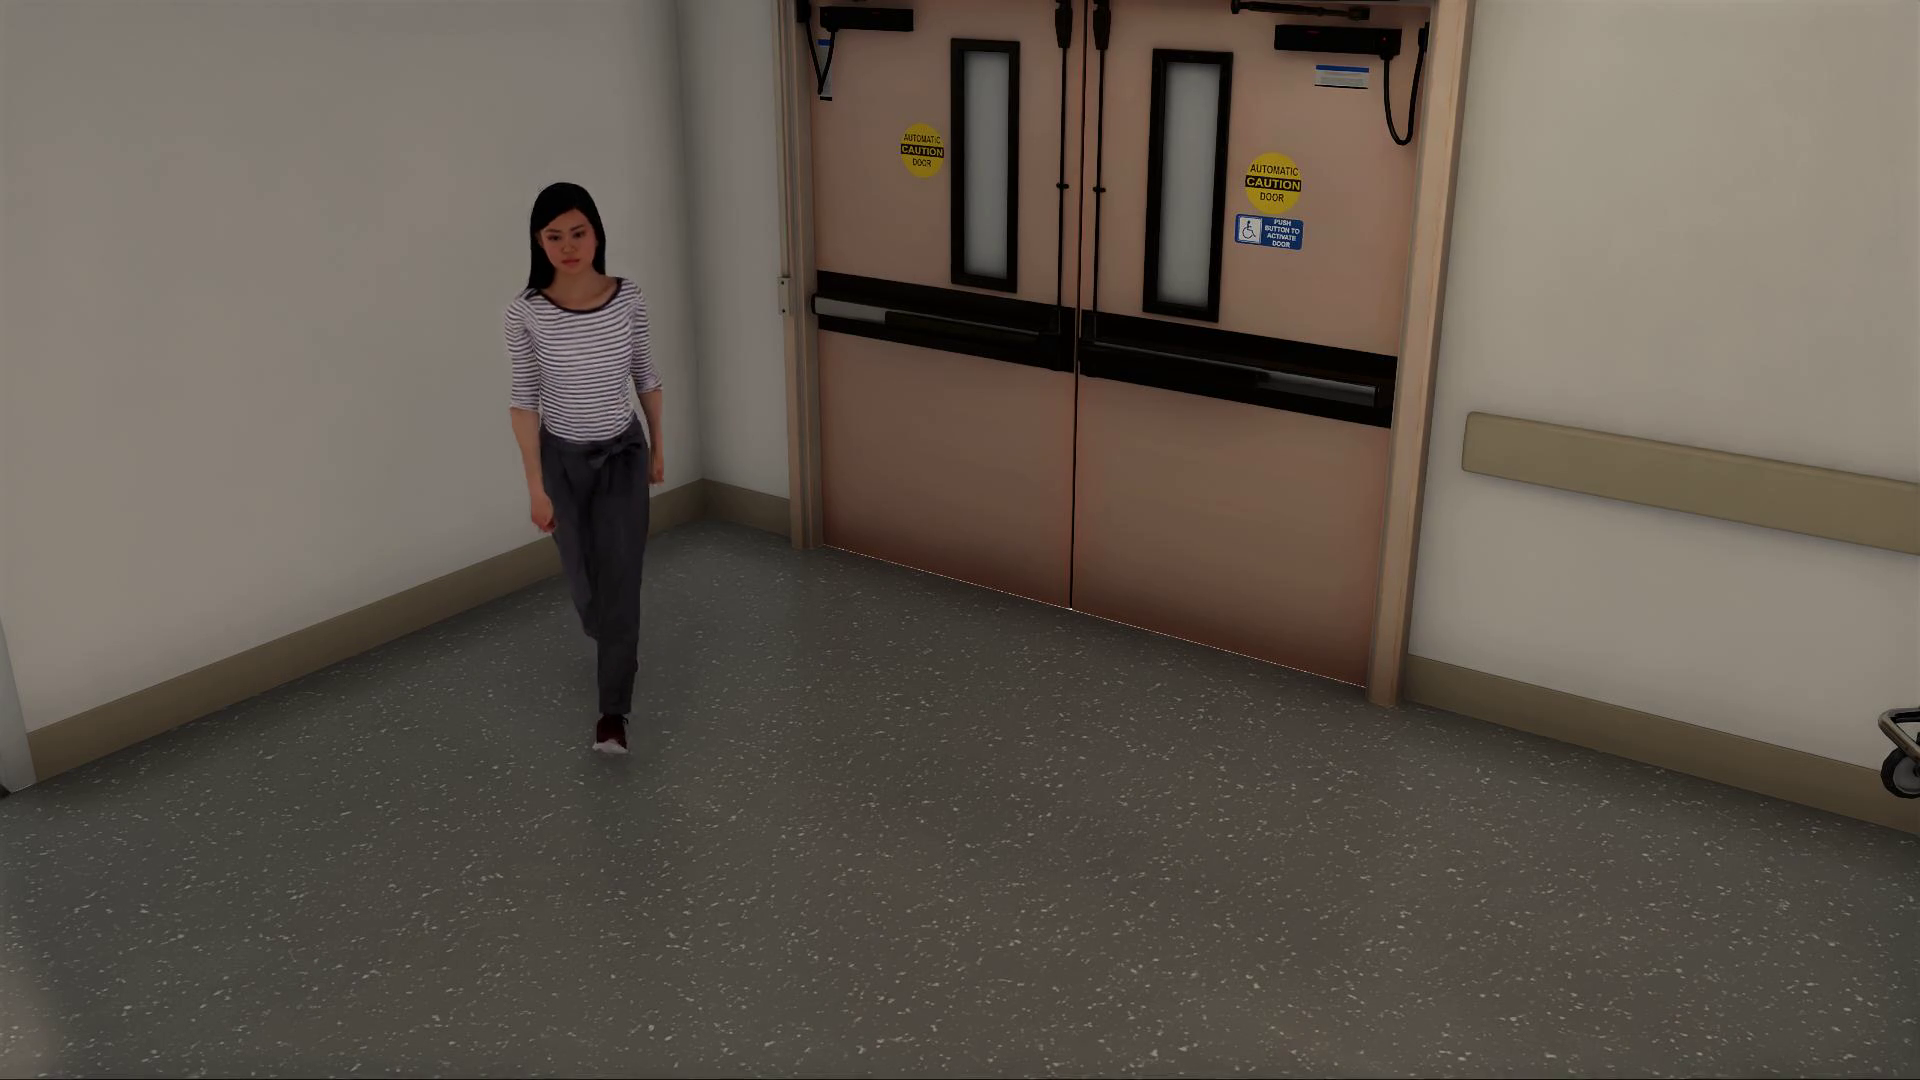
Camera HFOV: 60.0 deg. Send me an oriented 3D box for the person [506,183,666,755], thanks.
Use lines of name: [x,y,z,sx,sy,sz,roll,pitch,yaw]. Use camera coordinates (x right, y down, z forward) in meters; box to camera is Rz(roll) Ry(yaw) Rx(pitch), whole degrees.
person: [-1.115,-0.222,5.054,1.162,1.655,1.140,-8,22,-19]
